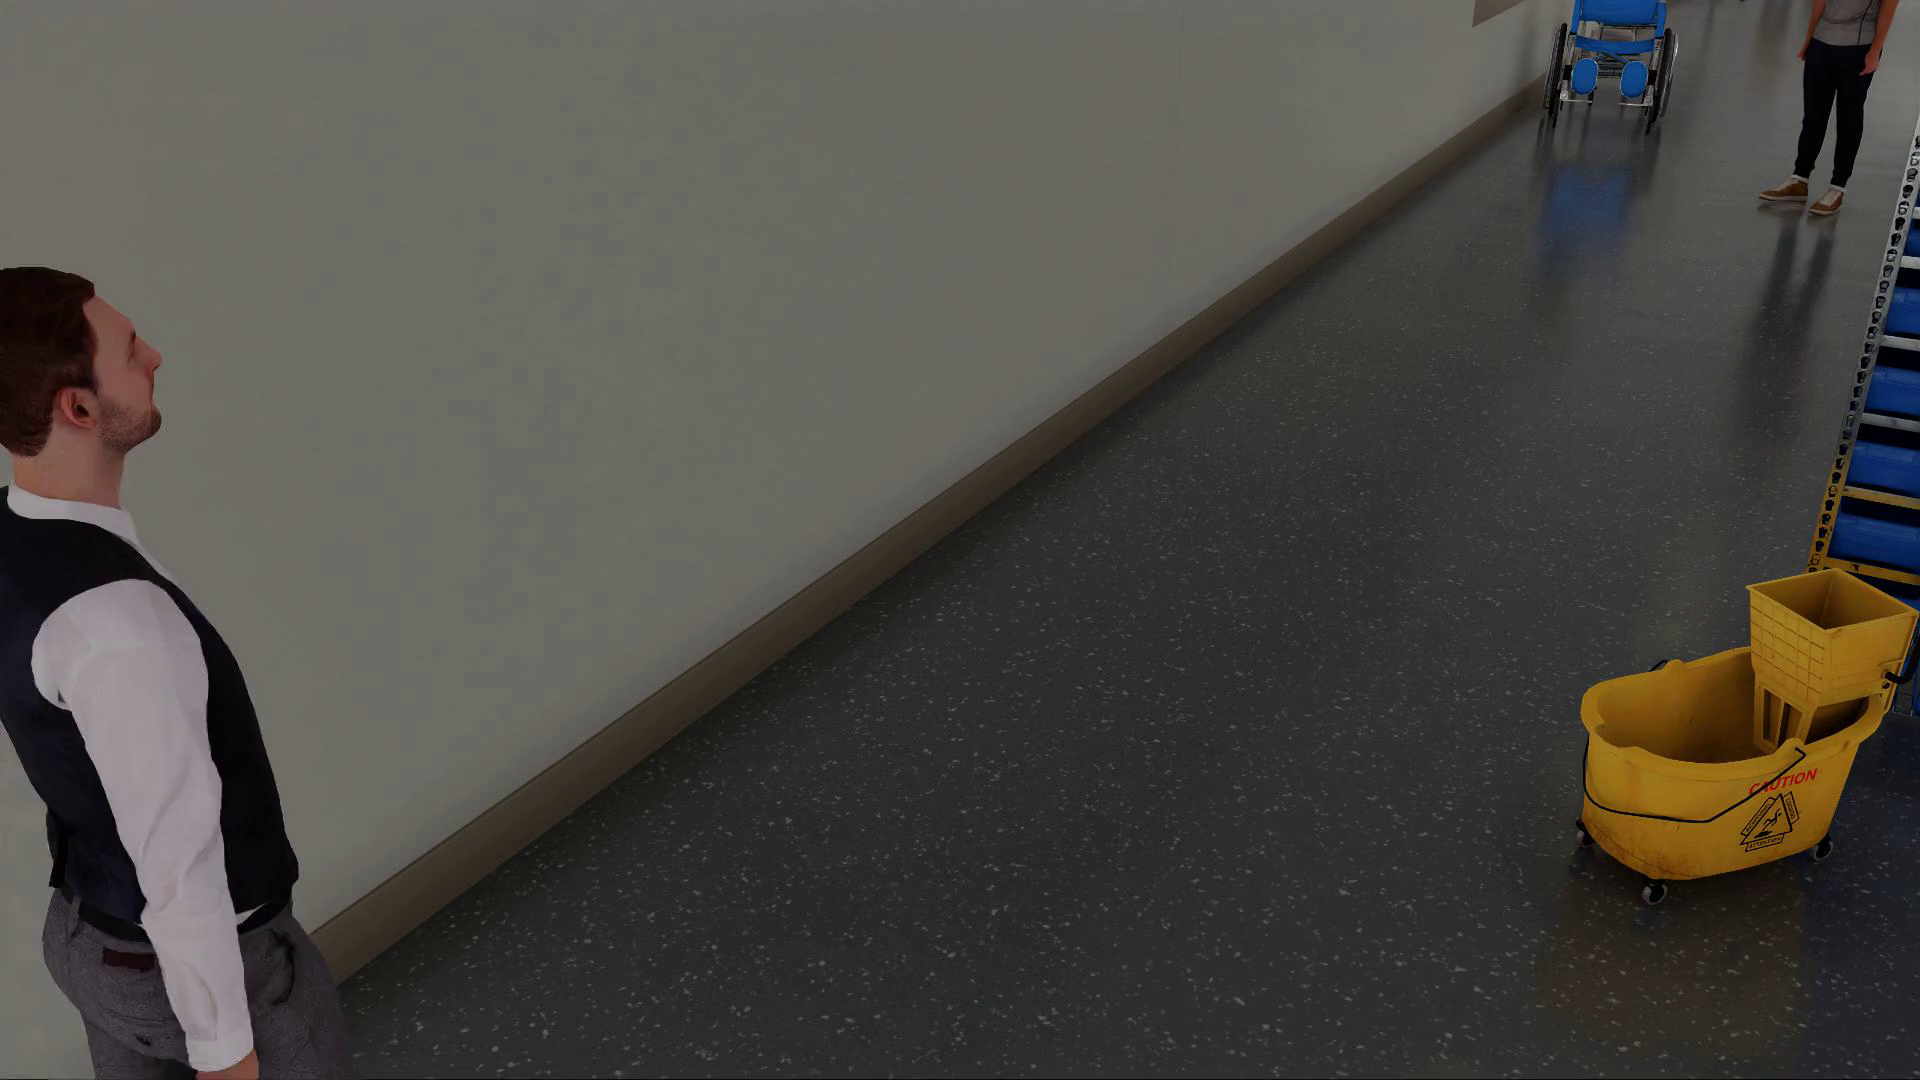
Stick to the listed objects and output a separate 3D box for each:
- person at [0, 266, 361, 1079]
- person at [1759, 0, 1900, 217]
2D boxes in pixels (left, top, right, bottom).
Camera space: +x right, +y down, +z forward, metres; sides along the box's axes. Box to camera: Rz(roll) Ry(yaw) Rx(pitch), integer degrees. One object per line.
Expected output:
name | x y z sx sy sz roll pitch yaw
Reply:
person | -1.146 0.586 2.247 1.154 1.910 0.891 22 33 38
person | 4.948 -2.794 9.273 0.795 1.896 0.692 -12 28 -23
